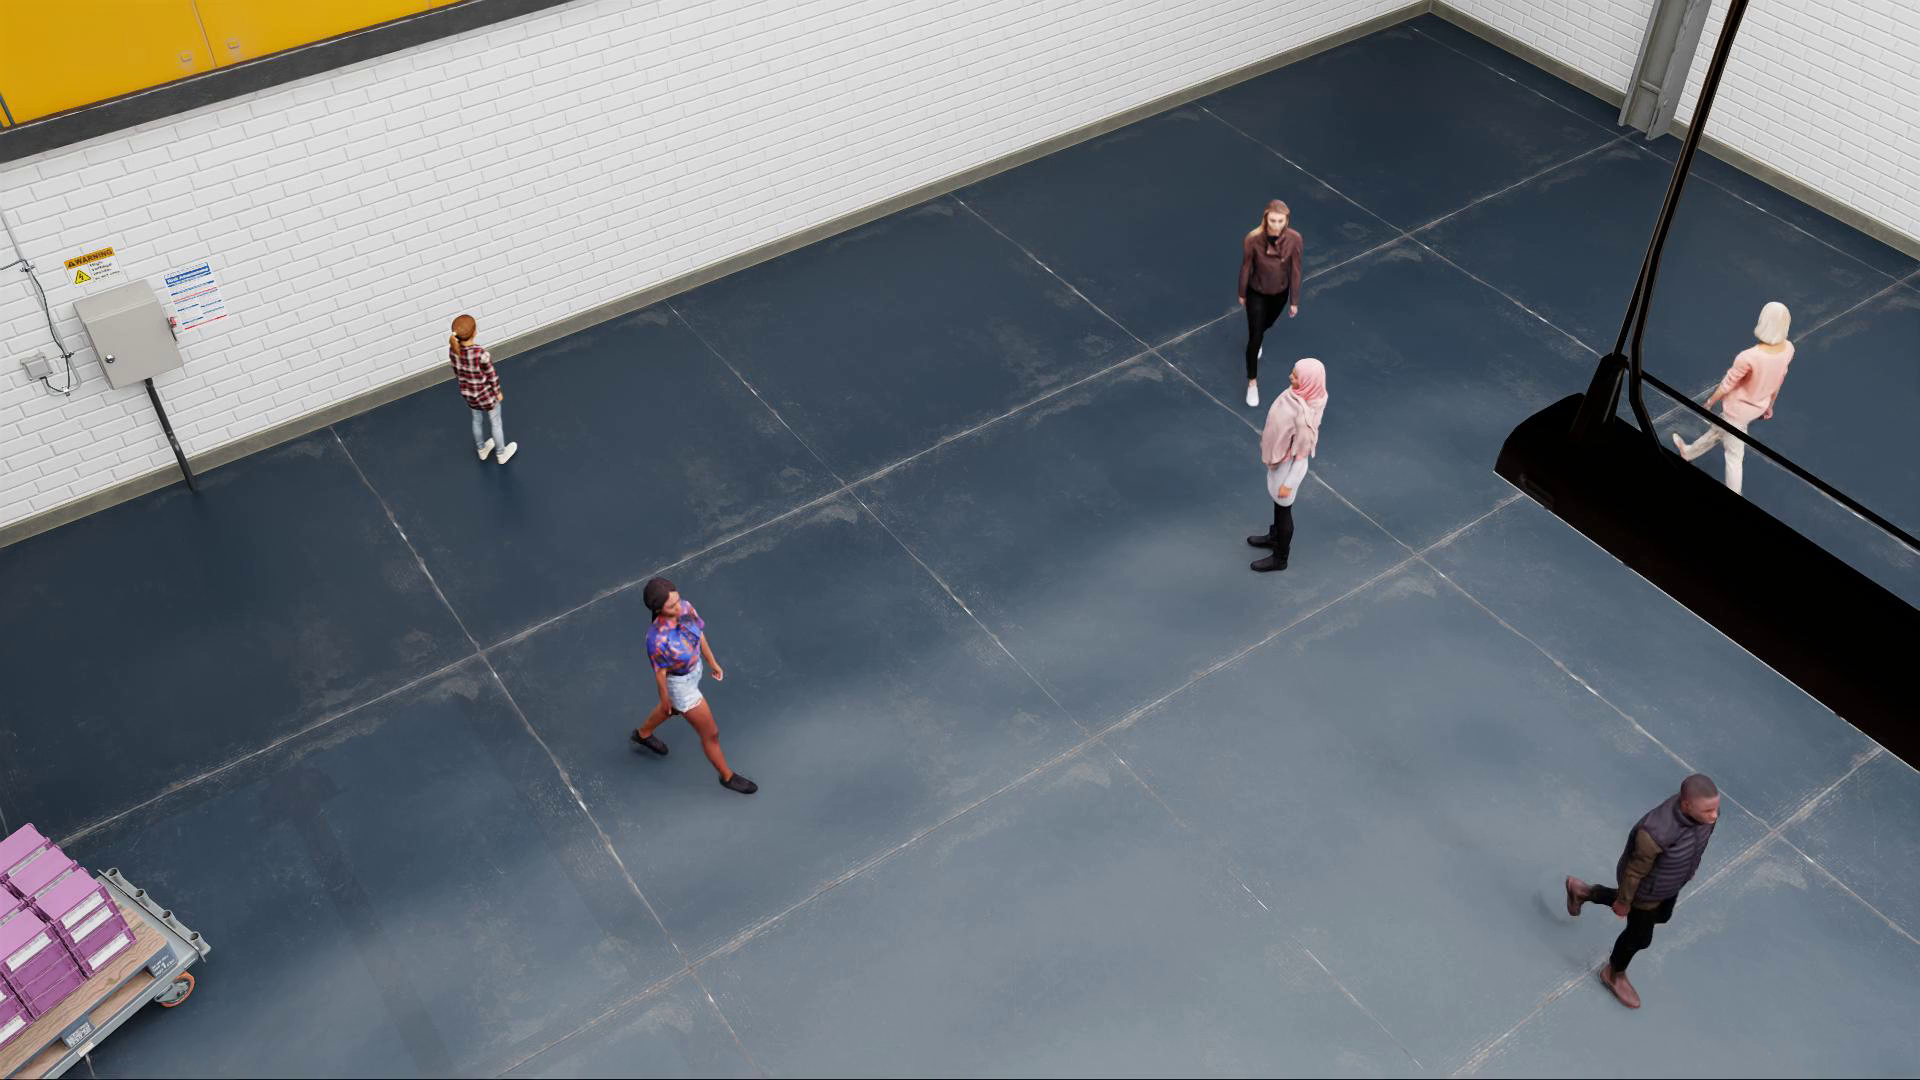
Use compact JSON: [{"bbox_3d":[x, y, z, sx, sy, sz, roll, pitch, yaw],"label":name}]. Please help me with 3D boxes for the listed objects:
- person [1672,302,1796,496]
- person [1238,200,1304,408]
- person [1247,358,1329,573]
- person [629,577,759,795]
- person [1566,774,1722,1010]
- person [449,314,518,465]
[{"bbox_3d":[5.656,-0.888,11.886,0.760,1.689,1.103,-16,46,-16],"label":"person"},{"bbox_3d":[2.408,-1.962,13.029,1.001,1.666,1.193,-2,44,-2],"label":"person"},{"bbox_3d":[2.257,-0.521,11.417,0.803,1.804,0.727,3,44,3],"label":"person"},{"bbox_3d":[-1.749,0.843,10.059,1.188,1.703,1.048,12,45,12],"label":"person"},{"bbox_3d":[3.683,1.786,8.984,0.722,1.819,0.946,-26,49,-24],"label":"person"},{"bbox_3d":[-3.588,-1.122,12.410,0.581,1.304,0.666,17,46,17],"label":"person"}]
